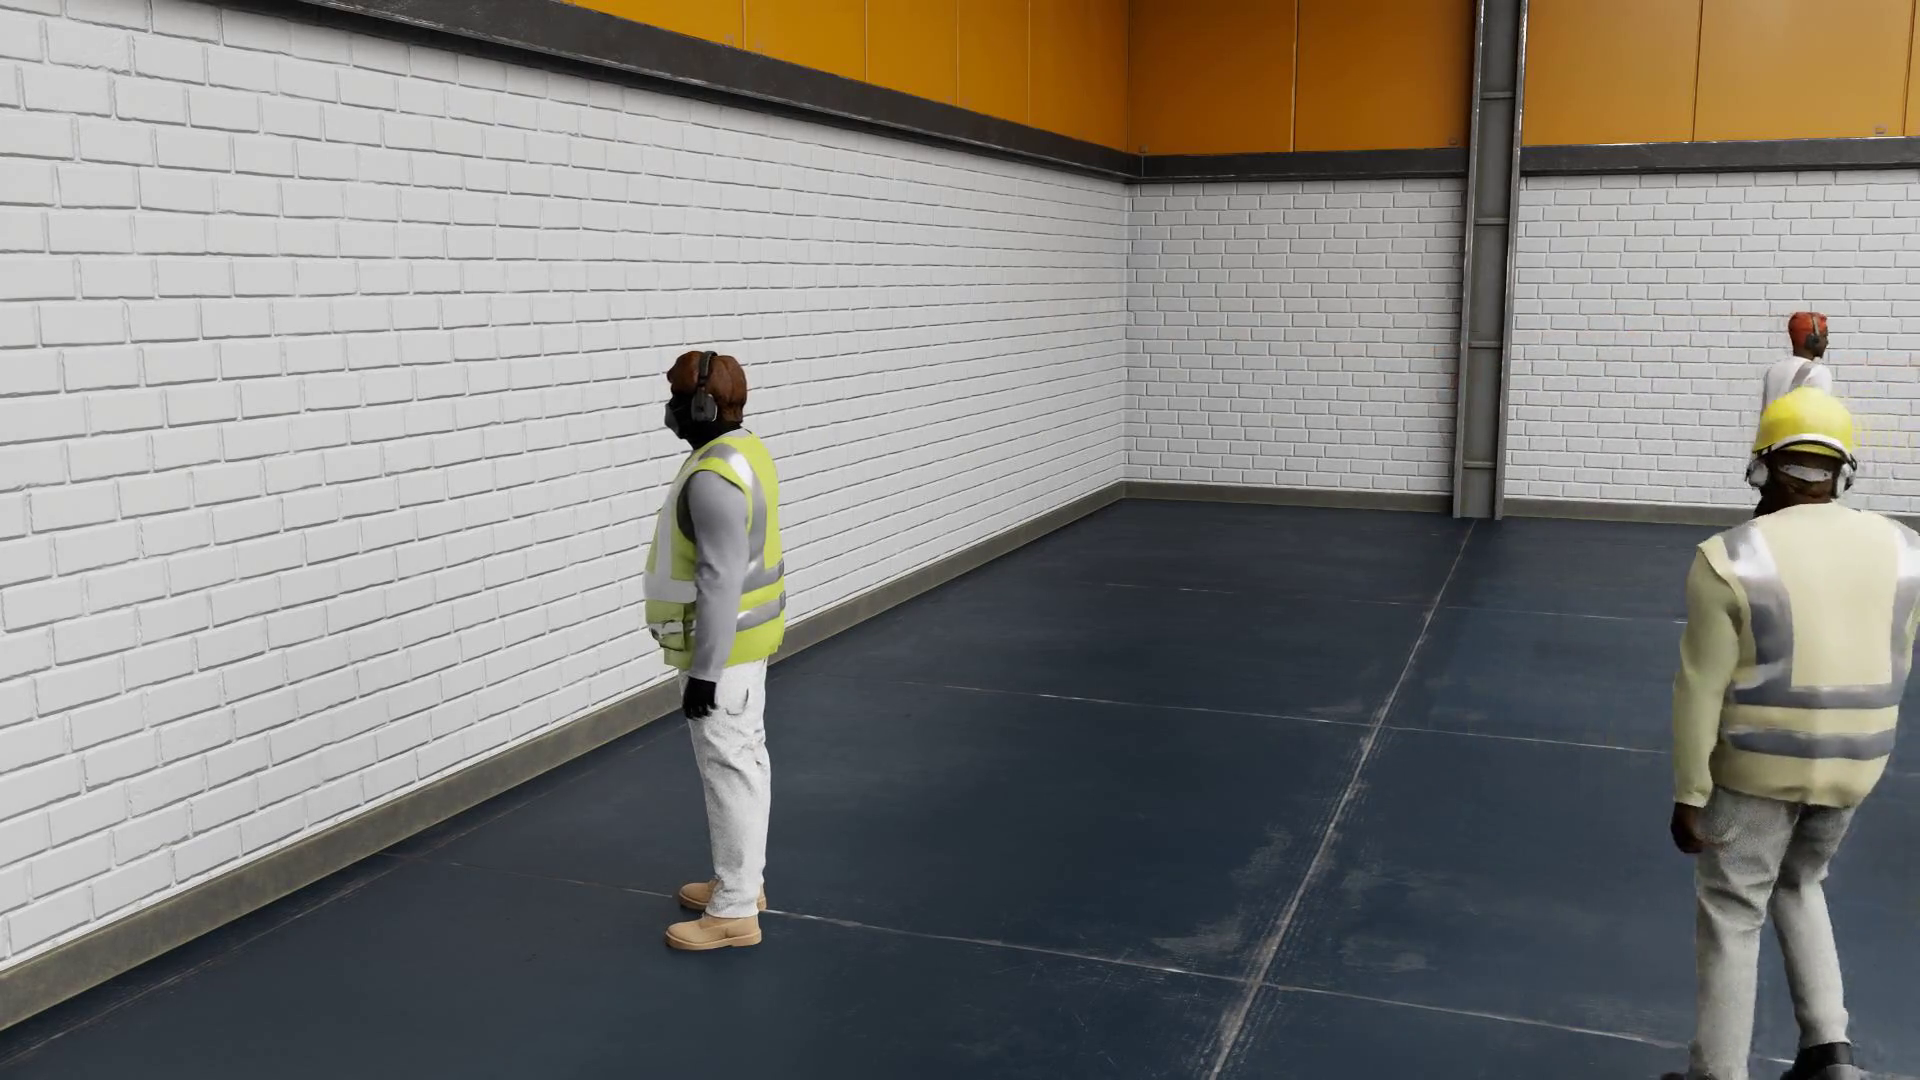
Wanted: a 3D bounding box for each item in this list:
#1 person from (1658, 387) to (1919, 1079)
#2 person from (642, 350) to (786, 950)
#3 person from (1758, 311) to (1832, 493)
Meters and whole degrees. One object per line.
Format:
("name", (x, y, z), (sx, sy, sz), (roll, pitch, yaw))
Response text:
("person", (1.973, 0.536, 4.009), (0.604, 1.802, 0.433), (-1, 9, -6))
("person", (-0.761, 0.337, 5.162), (0.430, 1.845, 0.619), (0, 9, 1))
("person", (4.947, -0.444, 10.013), (0.716, 1.862, 0.584), (0, 9, -2))
